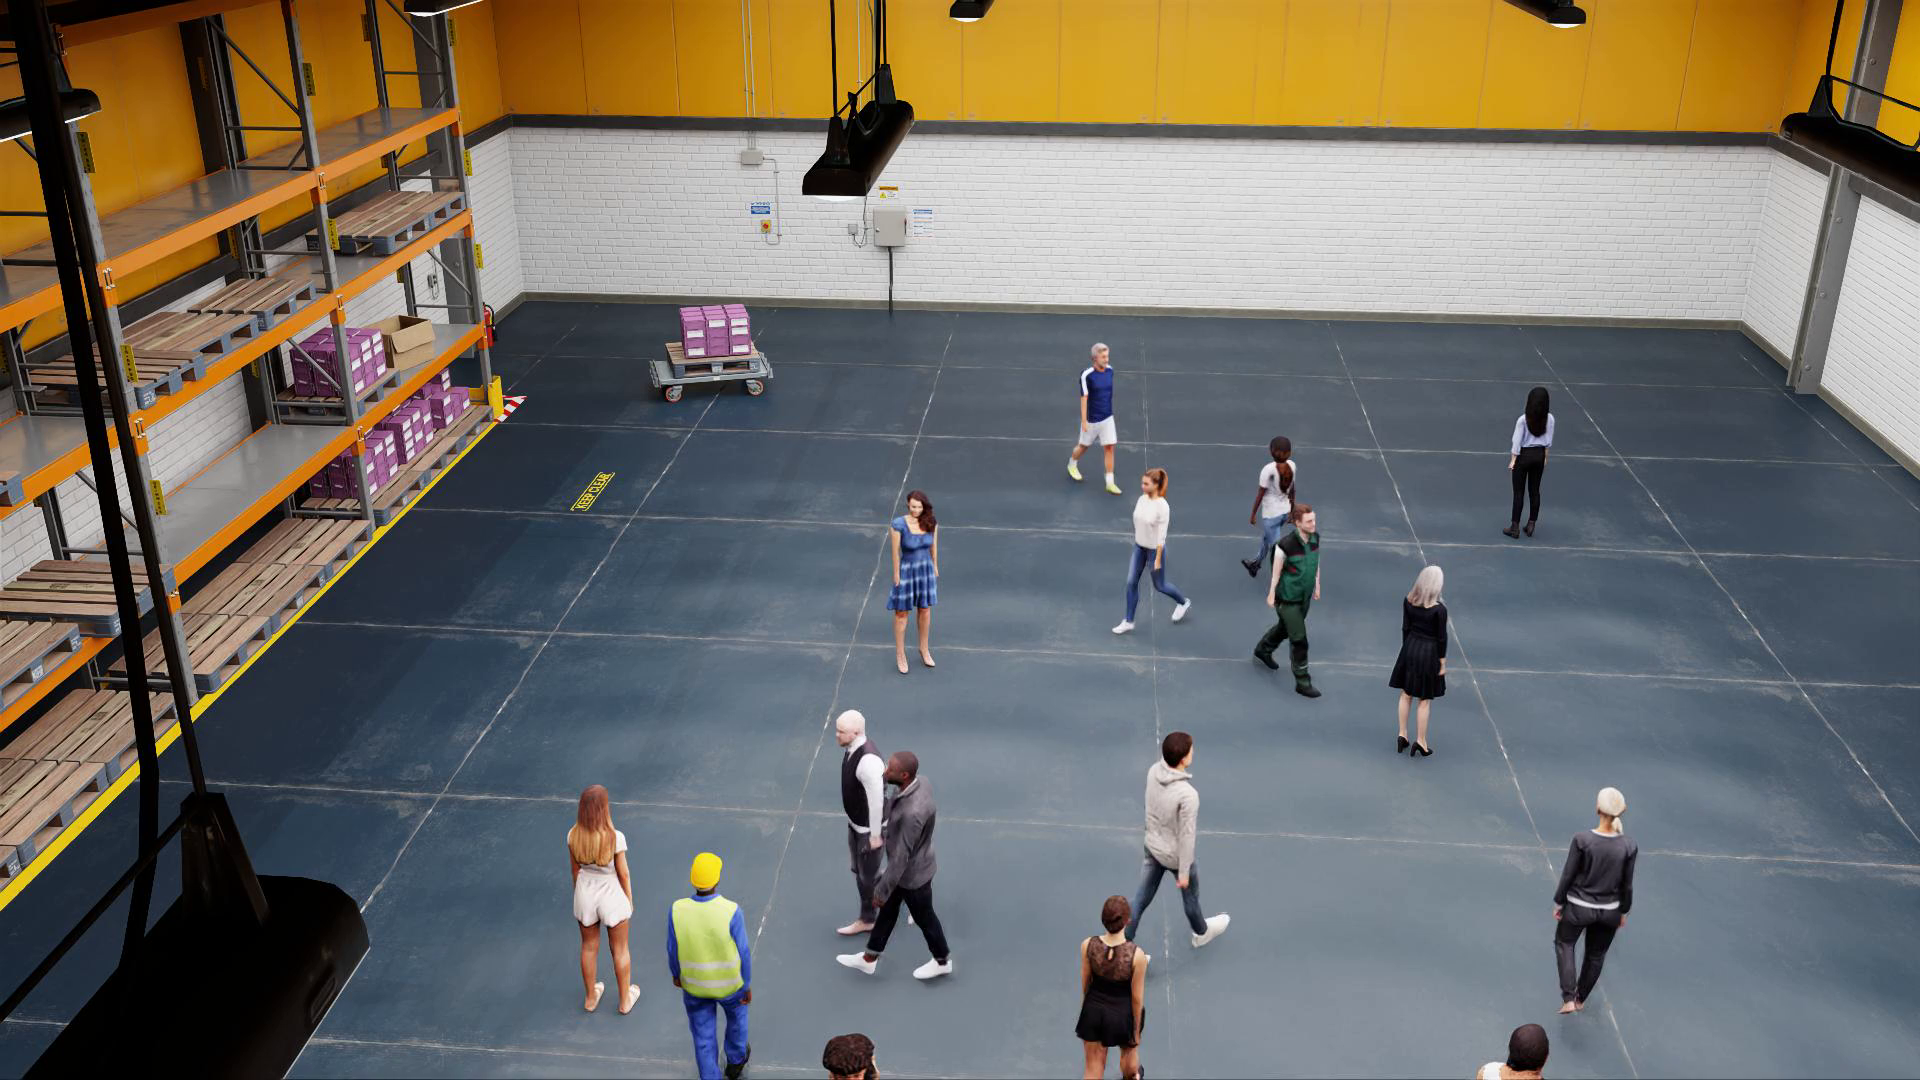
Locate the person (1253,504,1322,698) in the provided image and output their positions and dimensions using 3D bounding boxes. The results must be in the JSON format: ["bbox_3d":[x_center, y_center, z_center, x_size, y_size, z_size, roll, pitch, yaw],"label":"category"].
[{"bbox_3d":[3.014,0.489,15.301,1.131,1.805,1.221,-17,29,-34],"label":"person"}]

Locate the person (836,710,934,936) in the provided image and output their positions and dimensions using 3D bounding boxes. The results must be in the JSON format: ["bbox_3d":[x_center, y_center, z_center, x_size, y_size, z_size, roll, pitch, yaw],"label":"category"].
[{"bbox_3d":[-0.572,2.014,11.820,1.010,1.800,1.014,-10,26,-22],"label":"person"}]

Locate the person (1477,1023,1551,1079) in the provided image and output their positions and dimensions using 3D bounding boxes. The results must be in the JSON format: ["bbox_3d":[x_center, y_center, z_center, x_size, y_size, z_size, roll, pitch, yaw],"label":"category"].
[{"bbox_3d":[2.956,3.346,8.930,0.829,1.673,0.778,-20,31,-38],"label":"person"}]

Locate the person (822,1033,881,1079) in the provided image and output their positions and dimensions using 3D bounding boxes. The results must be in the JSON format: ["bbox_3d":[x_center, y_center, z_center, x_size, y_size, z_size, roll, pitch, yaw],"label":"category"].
[{"bbox_3d":[-0.572,3.349,8.790,0.712,1.781,0.727,-7,25,-16],"label":"person"}]

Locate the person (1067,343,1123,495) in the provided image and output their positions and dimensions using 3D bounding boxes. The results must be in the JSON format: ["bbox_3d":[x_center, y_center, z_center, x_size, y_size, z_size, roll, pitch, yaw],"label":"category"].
[{"bbox_3d":[1.568,-1.475,19.803,1.104,1.799,1.248,-15,28,-30],"label":"person"}]

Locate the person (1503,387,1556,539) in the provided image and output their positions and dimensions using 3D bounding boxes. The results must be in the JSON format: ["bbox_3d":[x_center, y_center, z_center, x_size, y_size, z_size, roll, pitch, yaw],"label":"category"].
[{"bbox_3d":[6.327,-0.865,18.476,0.715,1.744,0.675,-6,24,-14],"label":"person"}]

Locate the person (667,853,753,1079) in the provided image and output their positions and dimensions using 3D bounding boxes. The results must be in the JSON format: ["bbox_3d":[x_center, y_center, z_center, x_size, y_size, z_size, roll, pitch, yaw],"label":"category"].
[{"bbox_3d":[-1.523,2.747,10.143,0.740,1.800,0.916,-1,24,-2],"label":"person"}]

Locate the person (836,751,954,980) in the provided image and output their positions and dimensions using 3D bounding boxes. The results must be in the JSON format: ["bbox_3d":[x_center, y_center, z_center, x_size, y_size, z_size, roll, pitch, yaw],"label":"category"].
[{"bbox_3d":[-0.254,2.247,11.310,0.977,1.780,1.072,-5,24,-11],"label":"person"}]

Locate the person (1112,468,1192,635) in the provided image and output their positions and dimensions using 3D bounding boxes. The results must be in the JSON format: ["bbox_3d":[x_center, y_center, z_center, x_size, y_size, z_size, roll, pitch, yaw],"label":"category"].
[{"bbox_3d":[1.943,0.110,16.315,1.088,1.689,1.113,-14,27,-29],"label":"person"}]

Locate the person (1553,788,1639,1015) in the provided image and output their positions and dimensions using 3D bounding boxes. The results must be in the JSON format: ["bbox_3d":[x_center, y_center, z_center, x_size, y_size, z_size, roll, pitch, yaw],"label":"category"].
[{"bbox_3d":[4.168,2.440,10.948,0.700,1.717,0.813,6,24,12],"label":"person"}]

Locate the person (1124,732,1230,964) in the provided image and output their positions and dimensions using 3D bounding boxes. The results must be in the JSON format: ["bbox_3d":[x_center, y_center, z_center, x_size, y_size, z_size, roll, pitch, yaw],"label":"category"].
[{"bbox_3d":[1.351,2.179,11.428,1.252,1.811,1.271,-15,28,-30],"label":"person"}]

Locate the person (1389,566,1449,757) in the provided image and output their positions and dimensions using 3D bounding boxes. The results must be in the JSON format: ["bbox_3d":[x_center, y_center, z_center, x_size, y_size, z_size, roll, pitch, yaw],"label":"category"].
[{"bbox_3d":[3.929,1.025,14.146,0.751,1.748,0.698,-20,31,-38],"label":"person"}]

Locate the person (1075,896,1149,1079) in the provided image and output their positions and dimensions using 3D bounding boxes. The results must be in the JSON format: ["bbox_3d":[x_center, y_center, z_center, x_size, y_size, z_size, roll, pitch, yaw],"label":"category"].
[{"bbox_3d":[0.873,2.910,9.961,0.732,1.646,1.005,8,25,18],"label":"person"}]

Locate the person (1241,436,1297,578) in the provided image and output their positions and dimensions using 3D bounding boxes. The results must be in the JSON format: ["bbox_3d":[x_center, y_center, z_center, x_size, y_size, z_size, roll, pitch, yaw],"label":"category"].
[{"bbox_3d":[3.293,-0.212,17.044,1.003,1.693,1.096,-16,28,-33],"label":"person"}]

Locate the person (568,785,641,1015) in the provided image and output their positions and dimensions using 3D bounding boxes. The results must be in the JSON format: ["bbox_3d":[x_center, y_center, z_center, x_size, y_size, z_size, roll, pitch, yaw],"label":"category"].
[{"bbox_3d":[-2.394,2.397,11.077,0.586,1.692,0.563,4,24,9],"label":"person"}]

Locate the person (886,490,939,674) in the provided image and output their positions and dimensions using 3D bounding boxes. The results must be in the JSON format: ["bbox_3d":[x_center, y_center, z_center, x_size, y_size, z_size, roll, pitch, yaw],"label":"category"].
[{"bbox_3d":[-0.419,0.371,15.568,0.760,1.808,0.765,-11,26,-23],"label":"person"}]
